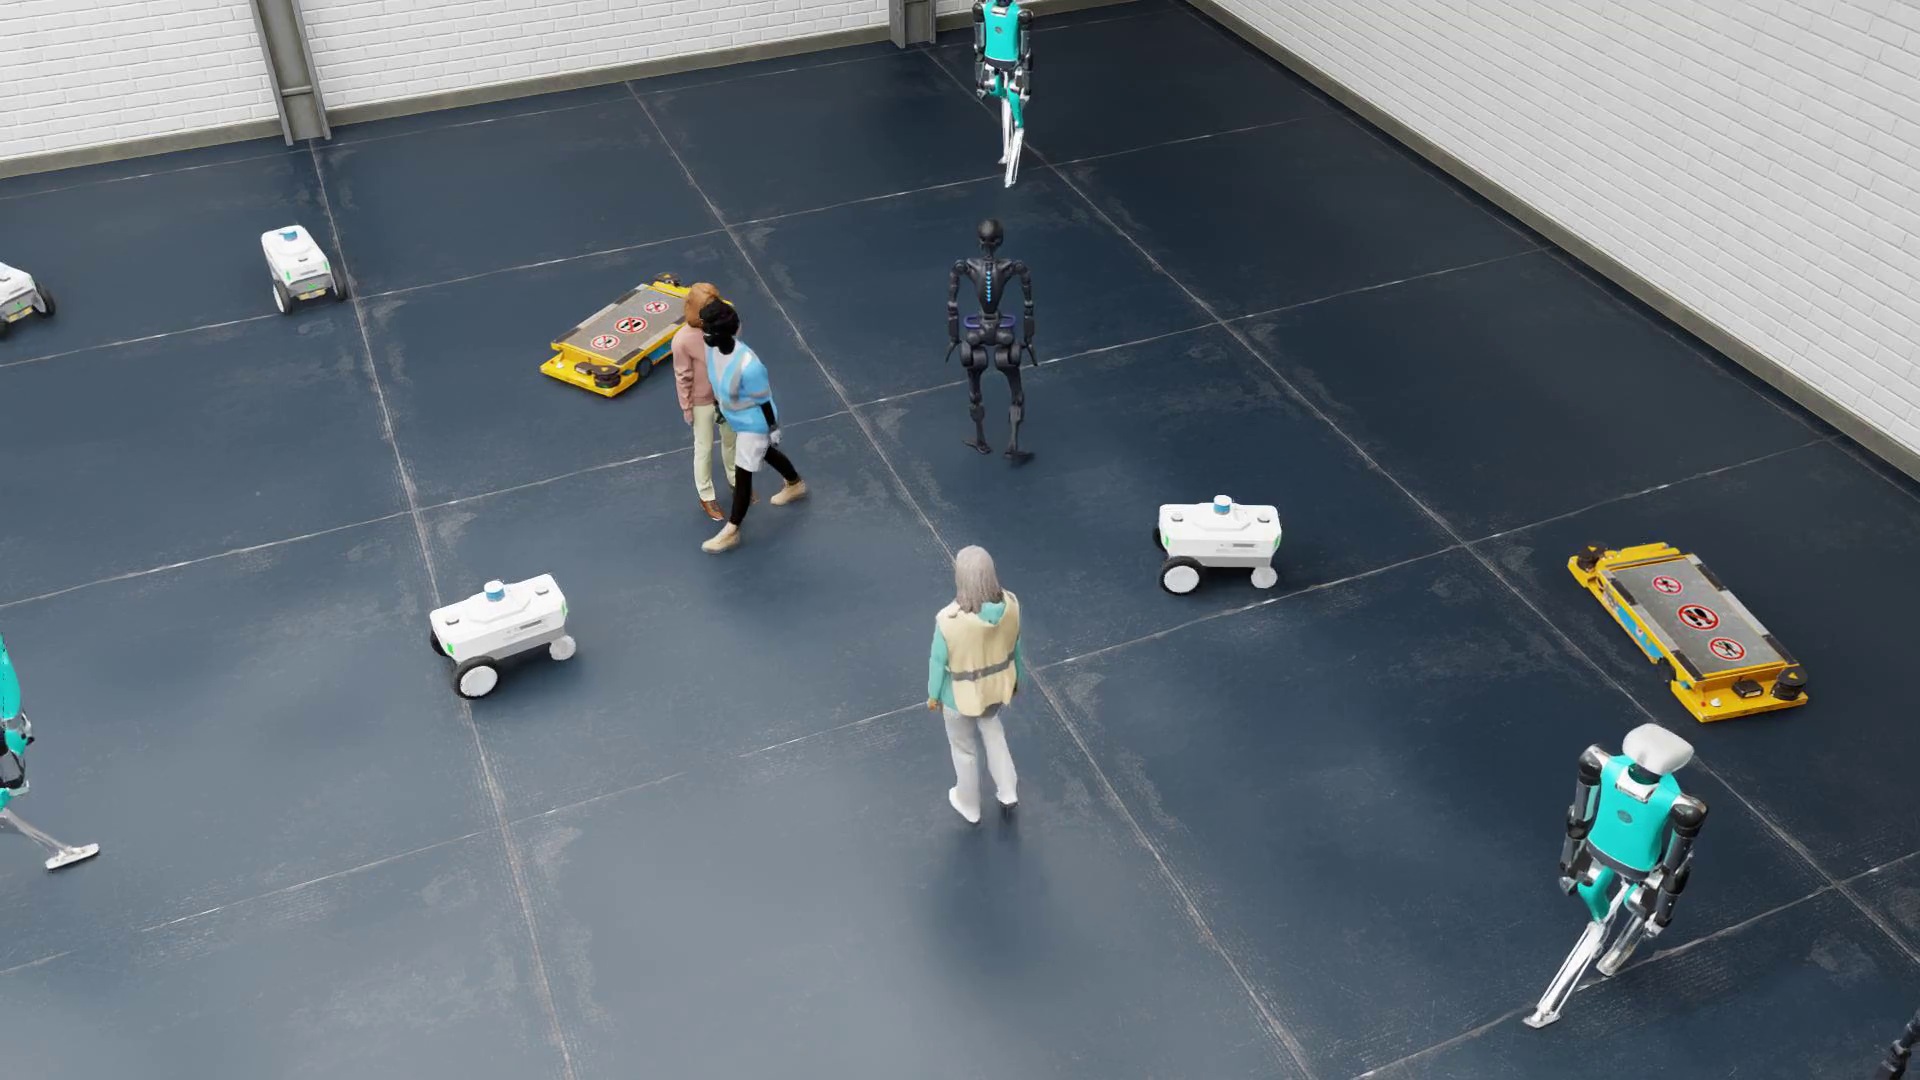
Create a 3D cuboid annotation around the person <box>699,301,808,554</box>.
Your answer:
[{"bbox_3d":[-1.292,-0.763,10.141,0.859,1.635,0.534,-24,44,-28],"label":"person"}]

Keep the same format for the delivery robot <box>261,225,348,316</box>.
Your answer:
[{"bbox_3d":[-5.089,-2.118,12.791,0.499,0.589,0.784,-22,43,-26],"label":"delivery robot"}]

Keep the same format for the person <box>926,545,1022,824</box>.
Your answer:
[{"bbox_3d":[0.076,0.740,8.140,0.468,1.698,0.434,-19,41,-23],"label":"person"}]

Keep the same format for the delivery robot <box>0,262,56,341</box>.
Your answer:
[{"bbox_3d":[-7.253,-1.865,12.481,0.796,0.612,0.499,19,42,23],"label":"delivery robot"}]

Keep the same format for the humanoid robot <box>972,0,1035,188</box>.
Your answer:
[{"bbox_3d":[0.438,-3.946,14.222,0.539,1.798,0.818,14,40,18],"label":"humanoid robot"}]

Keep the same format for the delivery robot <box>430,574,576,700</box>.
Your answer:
[{"bbox_3d":[-2.615,0.510,9.390,0.791,0.614,0.499,-20,42,-24],"label":"delivery robot"}]

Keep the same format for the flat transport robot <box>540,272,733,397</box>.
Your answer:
[{"bbox_3d":[-2.367,-1.529,12.264,0.659,0.231,1.431,20,42,24],"label":"flat transport robot"}]

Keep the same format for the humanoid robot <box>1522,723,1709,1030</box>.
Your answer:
[{"bbox_3d":[2.924,1.413,7.237,1.017,1.745,0.550,-31,47,-34],"label":"humanoid robot"}]

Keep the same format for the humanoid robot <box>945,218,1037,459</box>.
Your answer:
[{"bbox_3d":[0.204,-1.265,10.772,0.610,1.644,0.485,1,38,2],"label":"humanoid robot"}]

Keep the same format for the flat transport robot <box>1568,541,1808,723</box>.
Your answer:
[{"bbox_3d":[4.200,0.479,9.650,0.659,0.231,1.431,-8,38,-11],"label":"flat transport robot"}]

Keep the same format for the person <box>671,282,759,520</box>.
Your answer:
[{"bbox_3d":[-1.515,-0.874,10.296,0.496,1.625,0.280,-29,46,-32],"label":"person"}]

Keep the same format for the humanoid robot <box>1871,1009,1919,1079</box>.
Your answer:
[{"bbox_3d":[3.572,2.263,6.181,0.517,1.642,0.598,-6,38,-7],"label":"humanoid robot"}]

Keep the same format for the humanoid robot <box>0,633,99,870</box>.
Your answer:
[{"bbox_3d":[-4.674,1.060,7.757,0.817,1.865,0.546,-14,40,-18],"label":"humanoid robot"}]

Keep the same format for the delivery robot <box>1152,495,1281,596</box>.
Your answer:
[{"bbox_3d":[1.554,-0.008,10.038,0.774,0.581,0.499,1,38,1],"label":"delivery robot"}]
